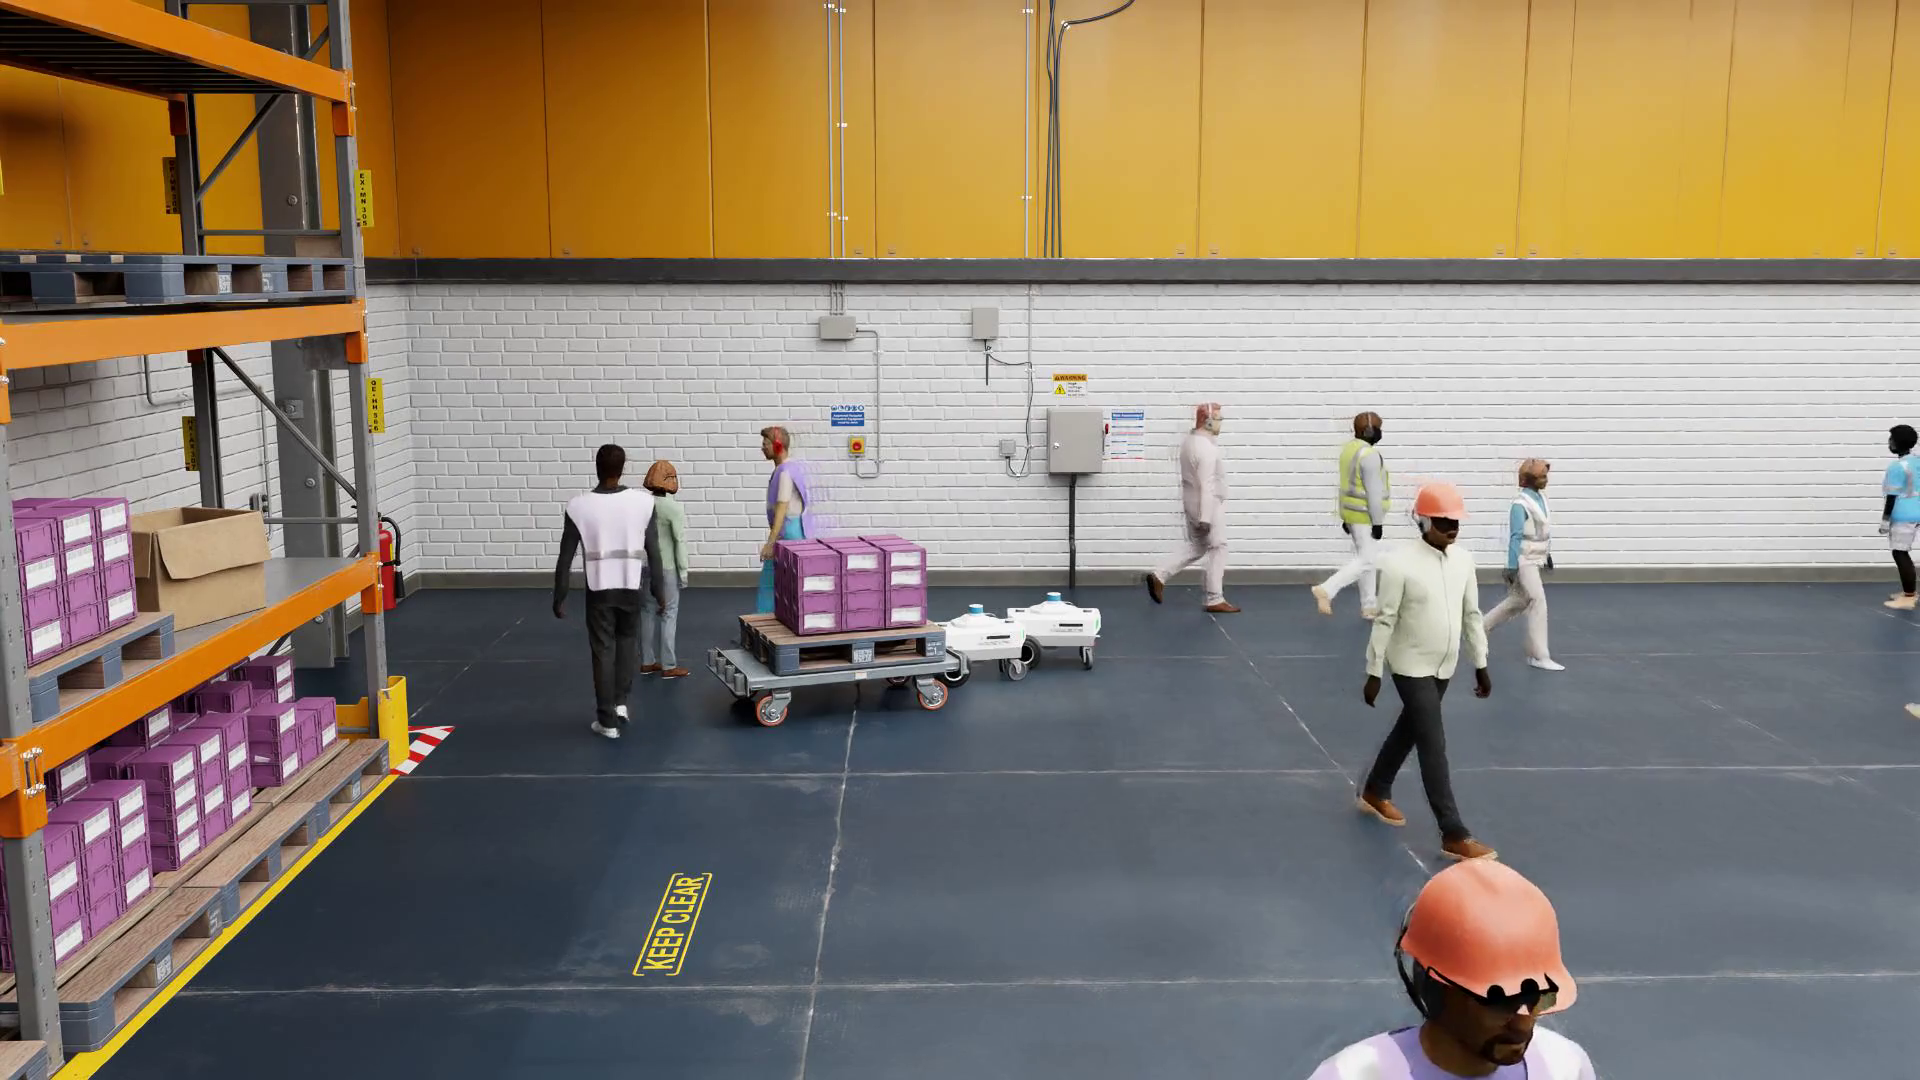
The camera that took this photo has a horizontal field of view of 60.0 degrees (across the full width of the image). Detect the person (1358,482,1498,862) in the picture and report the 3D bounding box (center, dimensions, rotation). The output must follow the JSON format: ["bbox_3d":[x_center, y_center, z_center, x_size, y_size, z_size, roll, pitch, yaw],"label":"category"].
[{"bbox_3d":[2.457,0.649,8.761,0.656,1.945,1.032,-6,11,-32],"label":"person"}]

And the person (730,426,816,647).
[{"bbox_3d":[-1.332,-0.016,13.301,0.954,1.798,0.599,-2,10,-13],"label":"person"}]

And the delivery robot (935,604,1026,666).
[{"bbox_3d":[0.120,0.719,12.274,0.707,0.478,0.477,-3,10,-15],"label":"delivery robot"}]

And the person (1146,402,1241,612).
[{"bbox_3d":[2.079,-0.280,14.637,0.734,1.878,0.644,-2,9,-13],"label":"person"}]

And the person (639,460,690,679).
[{"bbox_3d":[-2.219,0.219,12.372,0.494,1.621,0.280,6,11,32],"label":"person"}]

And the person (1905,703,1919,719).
[{"bbox_3d":[6.700,0.393,10.629,0.981,1.830,0.597,3,10,19],"label":"person"}]

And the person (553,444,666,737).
[{"bbox_3d":[-2.301,0.325,10.876,0.732,1.892,0.529,-4,10,-22],"label":"person"}]

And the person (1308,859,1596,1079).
[{"bbox_3d":[0.938,1.561,2.931,0.644,2.009,0.909,-4,10,-23],"label":"person"}]

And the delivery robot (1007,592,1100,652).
[{"bbox_3d":[0.718,0.645,12.728,0.707,0.478,0.477,0,9,0],"label":"delivery robot"}]

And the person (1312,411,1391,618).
[{"bbox_3d":[3.416,-0.197,14.298,0.700,1.827,0.636,0,9,-3],"label":"person"}]

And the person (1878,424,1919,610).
[{"bbox_3d":[8.386,-0.202,14.789,0.564,1.674,0.348,-9,13,-44],"label":"person"}]

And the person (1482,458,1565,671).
[{"bbox_3d":[4.292,0.160,12.762,0.762,1.610,0.519,7,11,35],"label":"person"}]
